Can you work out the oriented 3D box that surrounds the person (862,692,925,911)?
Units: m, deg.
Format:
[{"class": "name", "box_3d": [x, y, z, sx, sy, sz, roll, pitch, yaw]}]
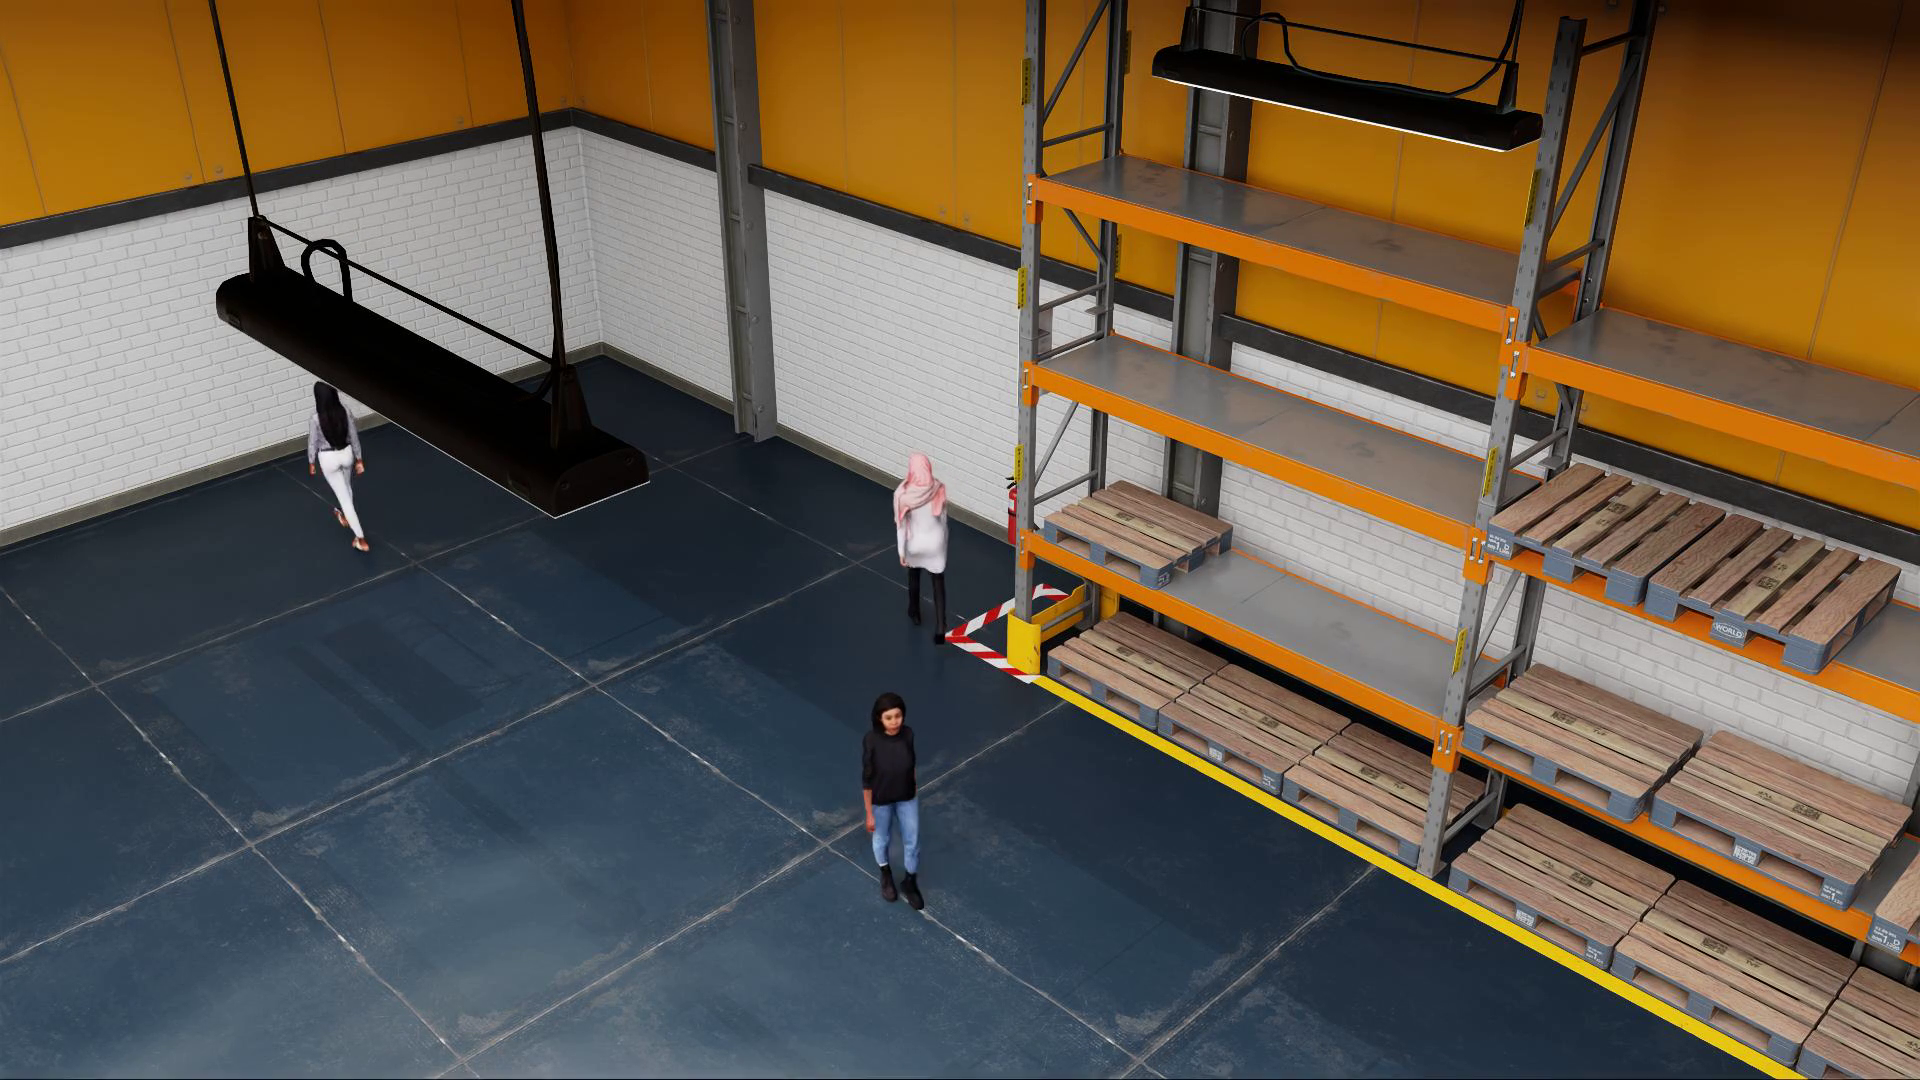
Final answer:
[{"class": "person", "box_3d": [-0.508, 1.745, 11.435, 0.717, 1.687, 0.790, -9, 30, -15]}]

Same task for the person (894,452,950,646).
[{"class": "person", "box_3d": [-0.281, 0.081, 14.385, 1.032, 1.782, 1.168, -5, 29, -9]}]

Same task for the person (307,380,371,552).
[{"class": "person", "box_3d": [-5.895, -0.678, 15.880, 1.055, 1.684, 0.595, 25, 37, 37]}]
